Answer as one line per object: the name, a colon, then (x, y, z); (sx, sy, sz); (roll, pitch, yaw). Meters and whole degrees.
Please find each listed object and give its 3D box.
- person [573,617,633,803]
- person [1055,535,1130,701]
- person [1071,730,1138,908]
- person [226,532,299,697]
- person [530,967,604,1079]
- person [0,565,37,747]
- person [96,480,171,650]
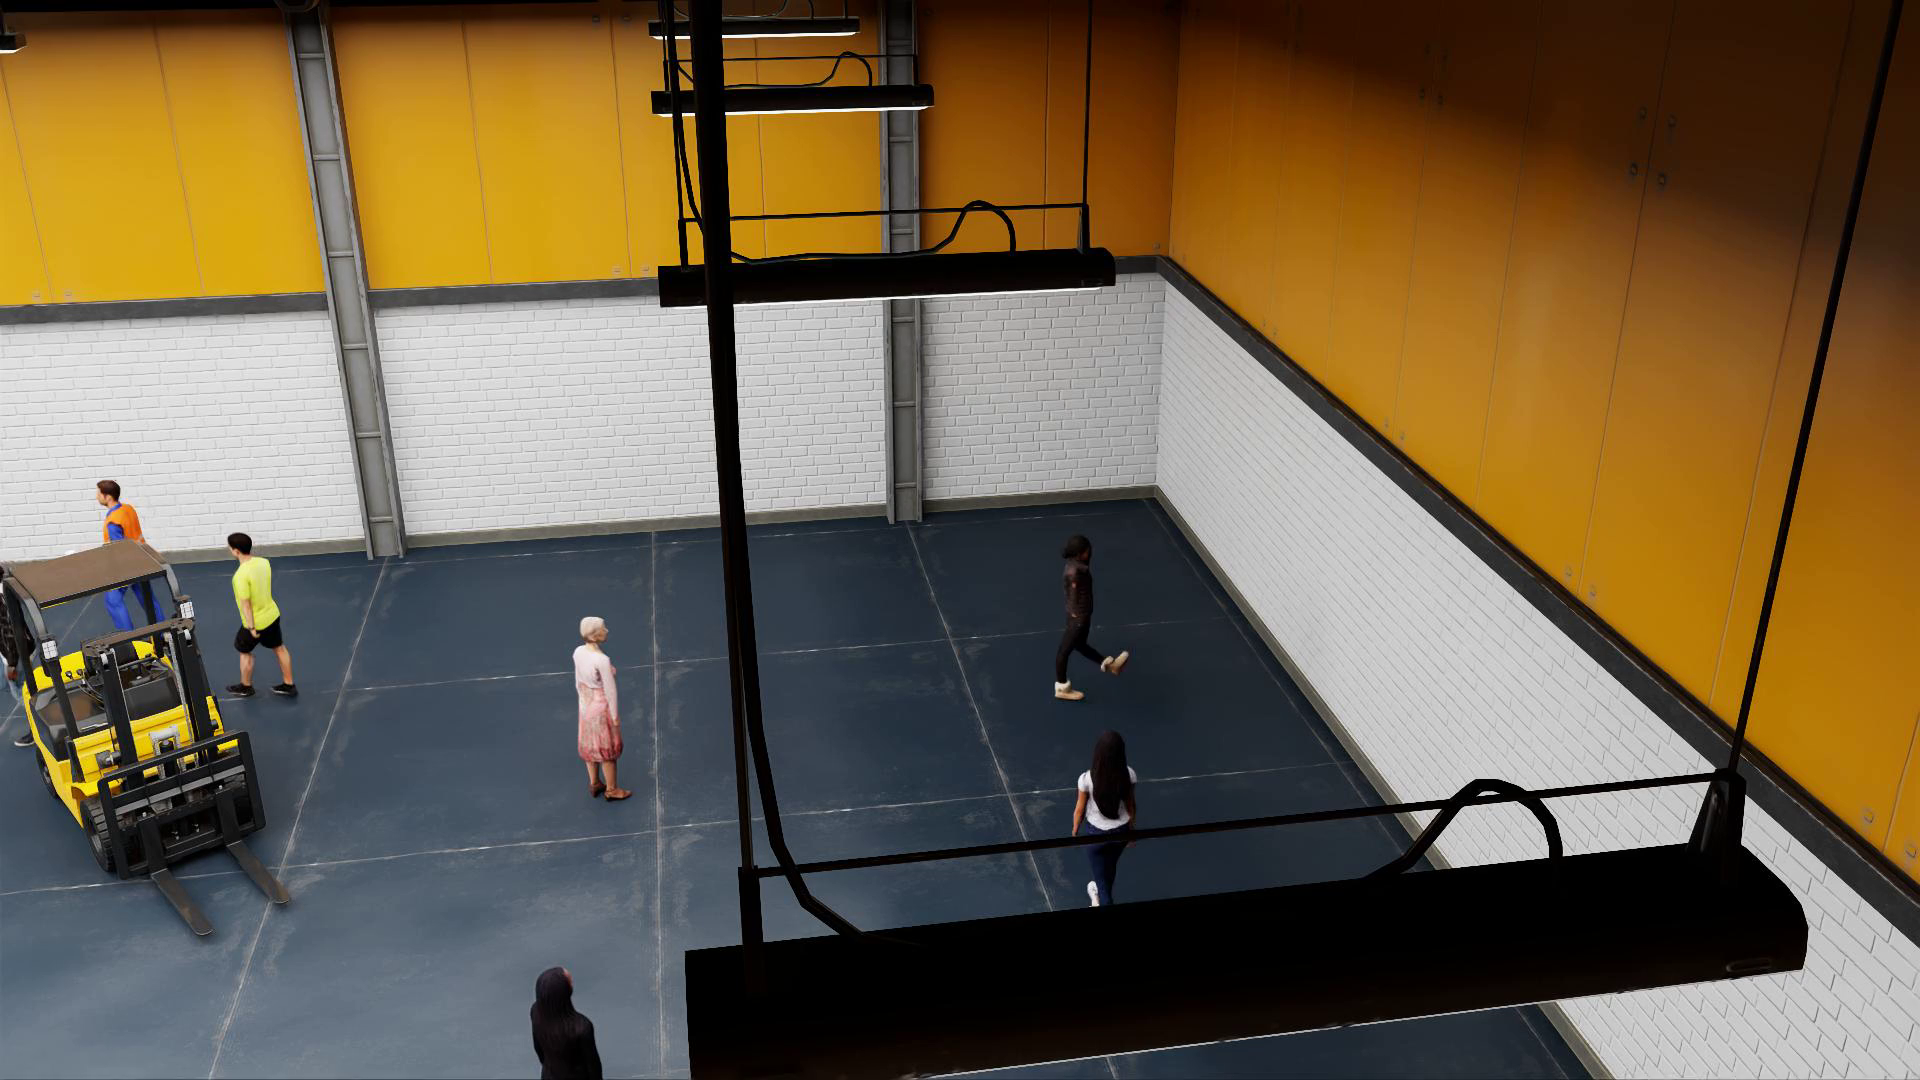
person: (-3.066, 1.437, 14.068); (0.697, 1.691, 0.752); (17, 29, 34)
person: (1.250, 0.749, 15.694); (0.759, 1.648, 0.979); (-3, 24, -7)
person: (1.112, 2.233, 12.167); (0.923, 1.753, 0.765); (-8, 25, -17)
person: (-6.539, 0.727, 15.703); (0.999, 1.681, 0.867); (8, 25, 18)
person: (-2.316, 3.245, 9.893); (0.648, 1.721, 0.737); (12, 27, 26)
person: (-8.370, 0.997, 14.933); (0.850, 1.803, 0.809); (-13, 27, -28)
person: (-8.178, 0.264, 16.559); (0.794, 1.844, 0.730); (-2, 24, -4)
